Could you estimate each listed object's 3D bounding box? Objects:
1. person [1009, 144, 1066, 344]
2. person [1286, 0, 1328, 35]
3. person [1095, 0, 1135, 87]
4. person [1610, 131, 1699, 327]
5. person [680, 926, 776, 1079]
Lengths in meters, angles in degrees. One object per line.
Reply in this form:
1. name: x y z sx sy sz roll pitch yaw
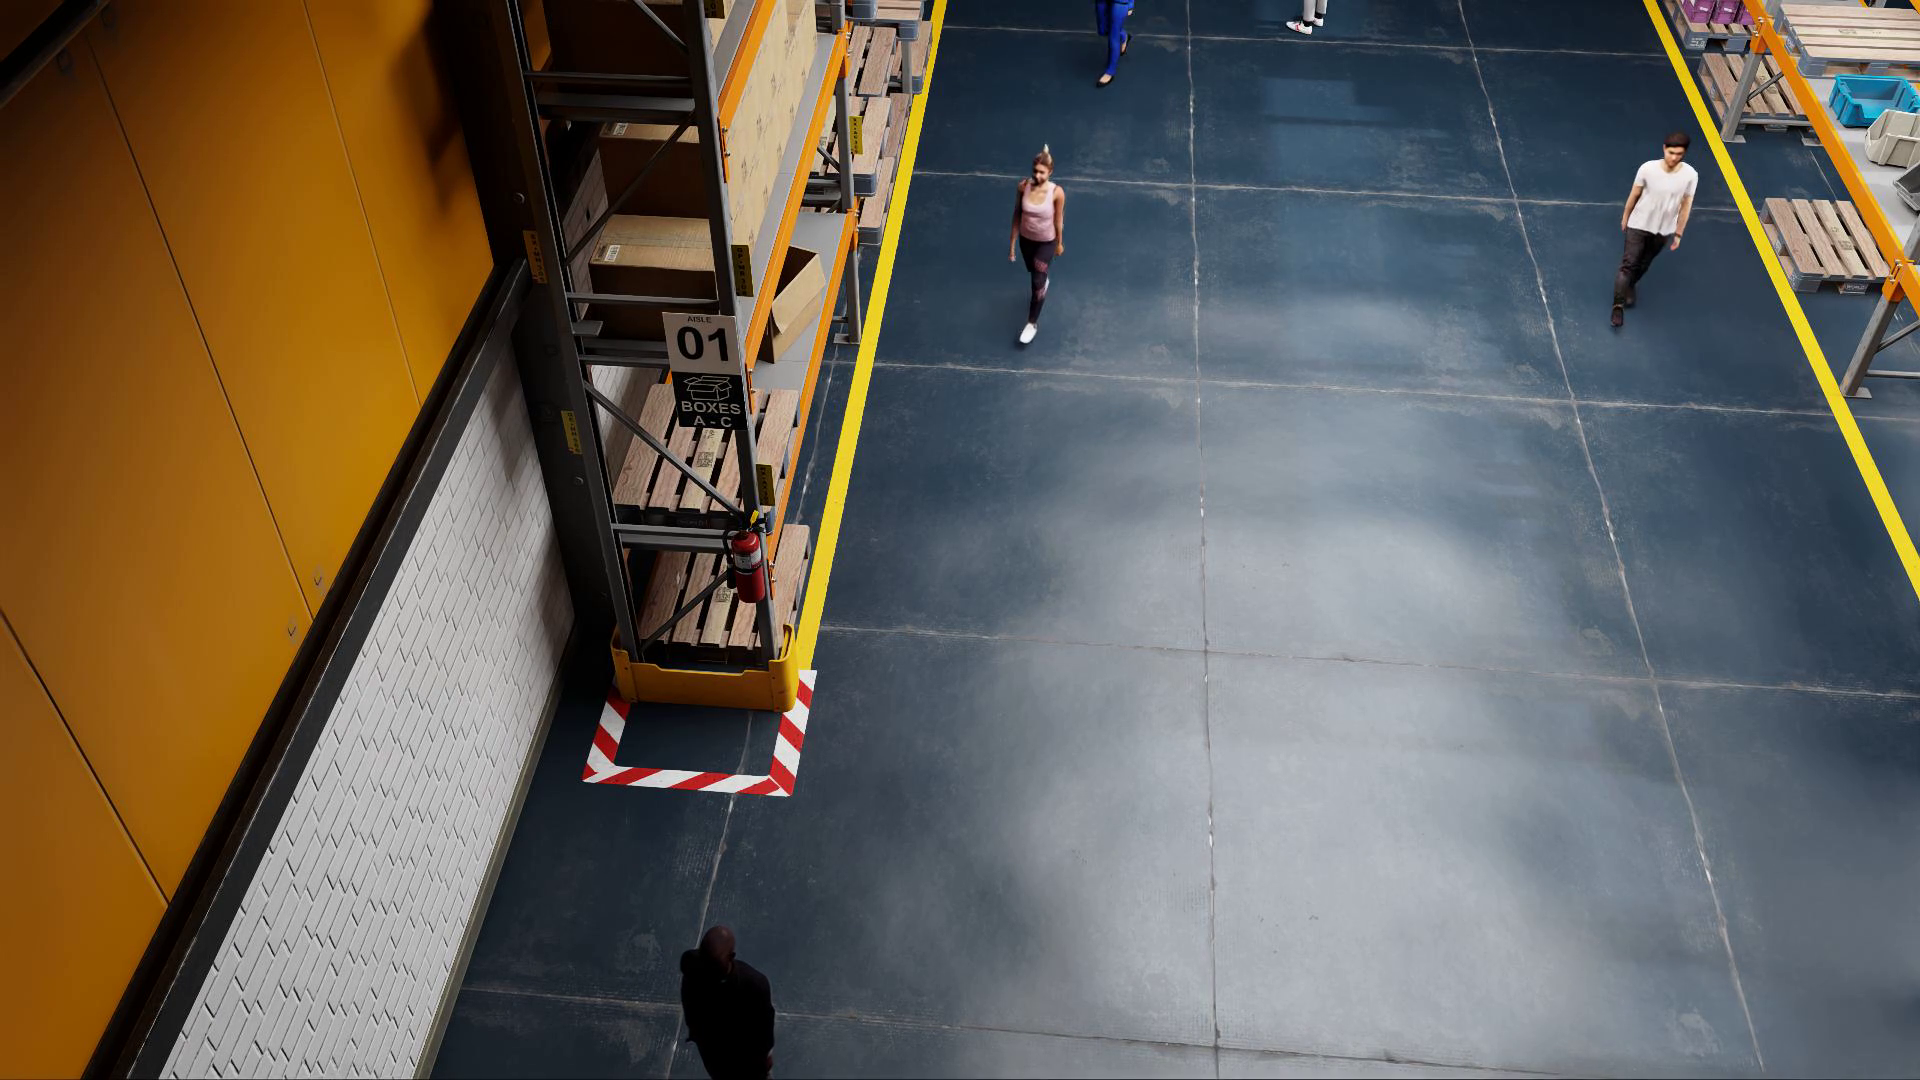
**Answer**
1. person: 0.658 -2.510 13.667 0.829 1.616 1.144 19 47 19
2. person: 3.749 -6.283 17.383 0.853 1.954 0.766 34 53 30
3. person: 1.601 -5.434 16.687 0.893 1.686 1.012 29 51 27
4. person: 5.742 -2.664 13.776 0.722 1.689 1.004 10 44 10
5. person: -1.133 2.468 8.336 0.702 1.762 0.645 15 46 15
